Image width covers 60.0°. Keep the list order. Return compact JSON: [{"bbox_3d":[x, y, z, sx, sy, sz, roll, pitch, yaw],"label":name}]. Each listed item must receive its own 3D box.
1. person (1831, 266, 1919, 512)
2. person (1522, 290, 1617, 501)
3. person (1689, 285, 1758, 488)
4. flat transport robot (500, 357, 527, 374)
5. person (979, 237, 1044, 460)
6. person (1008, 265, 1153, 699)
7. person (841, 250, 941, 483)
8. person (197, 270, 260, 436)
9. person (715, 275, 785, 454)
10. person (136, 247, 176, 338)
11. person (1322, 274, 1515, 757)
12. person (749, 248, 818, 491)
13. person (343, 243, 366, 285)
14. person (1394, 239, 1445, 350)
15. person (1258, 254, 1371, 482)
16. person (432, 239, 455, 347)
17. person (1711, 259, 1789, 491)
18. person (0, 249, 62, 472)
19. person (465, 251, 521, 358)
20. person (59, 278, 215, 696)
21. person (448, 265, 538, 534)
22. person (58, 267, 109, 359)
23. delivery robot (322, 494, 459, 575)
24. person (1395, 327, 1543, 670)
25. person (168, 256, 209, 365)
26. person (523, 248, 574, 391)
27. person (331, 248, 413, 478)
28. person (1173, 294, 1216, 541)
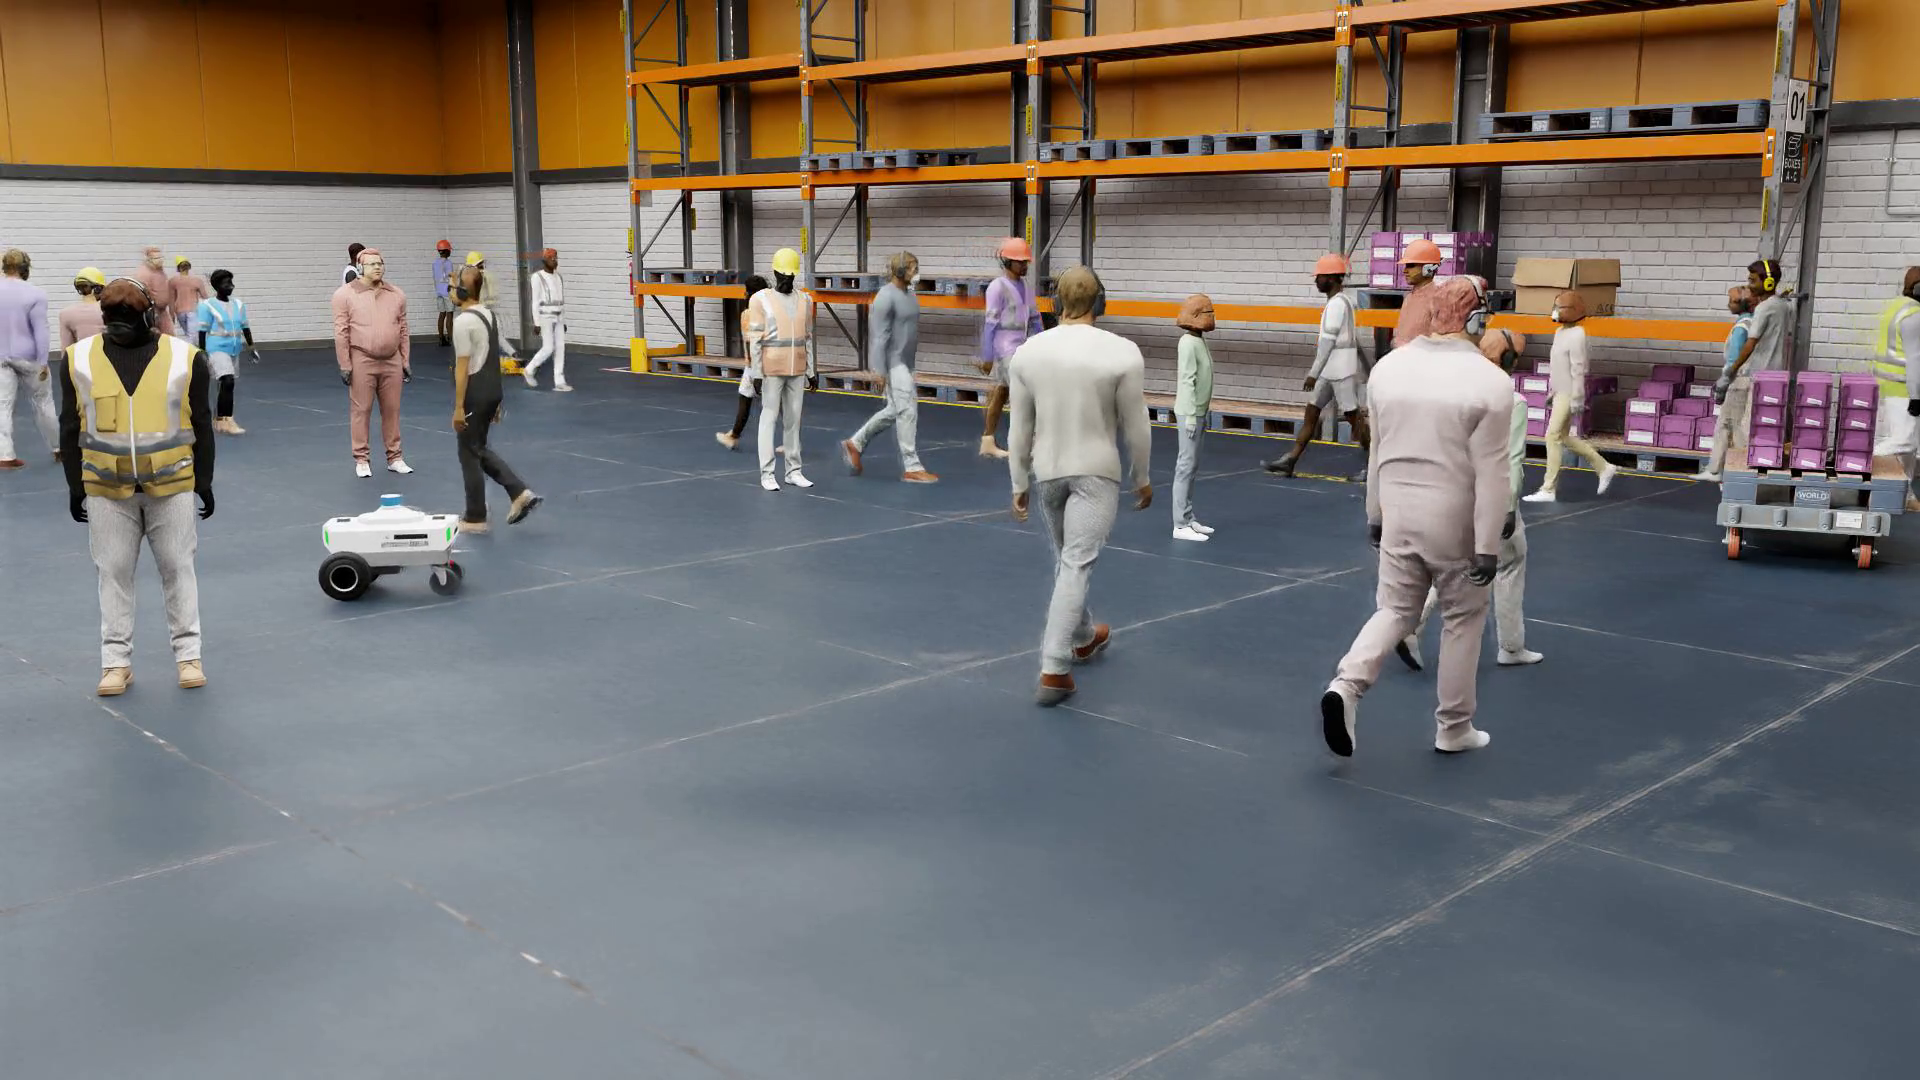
[{"bbox_3d":[6.793,-1.088,12.119,0.668,1.821,0.626,3,11,17],"label":"person"},{"bbox_3d":[4.671,-1.089,12.632,0.657,1.615,0.500,1,10,6],"label":"person"},{"bbox_3d":[6.103,-1.214,13.269,0.603,1.619,0.546,7,12,33],"label":"person"},{"bbox_3d":[-6.923,-2.581,24.450,0.652,0.197,1.431,-8,13,-36],"label":"flat transport robot"},{"bbox_3d":[0.561,-1.683,14.856,0.991,1.992,0.631,5,12,26],"label":"person"},{"bbox_3d":[0.531,-0.274,7.476,0.628,1.893,1.039,6,12,28],"label":"person"},{"bbox_3d":[-0.590,-1.430,13.732,0.893,1.911,0.627,4,11,22],"label":"person"},{"bbox_3d":[-7.384,-1.887,16.834,0.686,1.670,0.548,4,11,21],"label":"person"},{"bbox_3d":[-1.879,-1.622,15.432,0.900,1.642,0.551,7,13,34],"label":"person"},{"bbox_3d":[-11.655,-3.304,24.072,0.709,1.853,0.673,1,10,4],"label":"person"},{"bbox_3d":[1.762,-0.061,6.316,0.778,1.882,0.657,-9,14,-40],"label":"person"},{"bbox_3d":[-1.396,-1.356,13.278,0.585,1.917,0.381,-8,13,-37],"label":"person"},{"bbox_3d":[-8.152,-3.037,22.445,0.370,1.915,0.597,-3,11,-15],"label":"person"},{"bbox_3d":[3.215,-1.106,11.701,0.377,1.995,0.612,-2,11,-11],"label":"person"},{"bbox_3d":[3.036,-1.399,13.656,1.045,1.874,0.549,2,11,9],"label":"person"},{"bbox_3d":[-9.346,-4.486,30.279,0.545,1.942,0.354,8,13,37],"label":"person"},{"bbox_3d":[6.176,-1.226,12.778,0.631,1.840,0.519,9,13,39],"label":"person"},{"bbox_3d":[-8.190,-1.578,14.542,0.643,1.890,0.958,-1,10,-3],"label":"person"},{"bbox_3d":[-6.959,-3.371,24.639,0.820,1.792,0.608,2,11,9],"label":"person"},{"bbox_3d":[-3.634,-0.234,7.381,0.619,1.839,0.430,-4,11,-21],"label":"person"},{"bbox_3d":[-3.226,-0.933,11.226,0.511,1.831,0.505,2,11,9],"label":"person"},{"bbox_3d":[-7.217,-1.395,13.927,0.523,1.759,0.335,-1,10,-5],"label":"person"},{"bbox_3d":[-3.214,-0.015,9.425,0.707,0.478,0.477,-2,11,-10],"label":"delivery robot"},{"bbox_3d":[2.375,-0.181,7.698,0.766,1.608,0.524,-5,11,-24],"label":"person"},{"bbox_3d":[-11.393,-3.345,24.657,0.564,1.698,0.892,0,10,-1],"label":"person"},{"bbox_3d":[-5.370,-2.863,21.650,0.630,1.867,0.576,5,12,27],"label":"person"},{"bbox_3d":[-4.926,-1.491,14.032,0.642,1.913,0.409,-10,14,-42],"label":"person"},{"bbox_3d":[1.572,-0.821,11.129,0.279,1.635,0.507,3,11,16],"label":"person"}]
